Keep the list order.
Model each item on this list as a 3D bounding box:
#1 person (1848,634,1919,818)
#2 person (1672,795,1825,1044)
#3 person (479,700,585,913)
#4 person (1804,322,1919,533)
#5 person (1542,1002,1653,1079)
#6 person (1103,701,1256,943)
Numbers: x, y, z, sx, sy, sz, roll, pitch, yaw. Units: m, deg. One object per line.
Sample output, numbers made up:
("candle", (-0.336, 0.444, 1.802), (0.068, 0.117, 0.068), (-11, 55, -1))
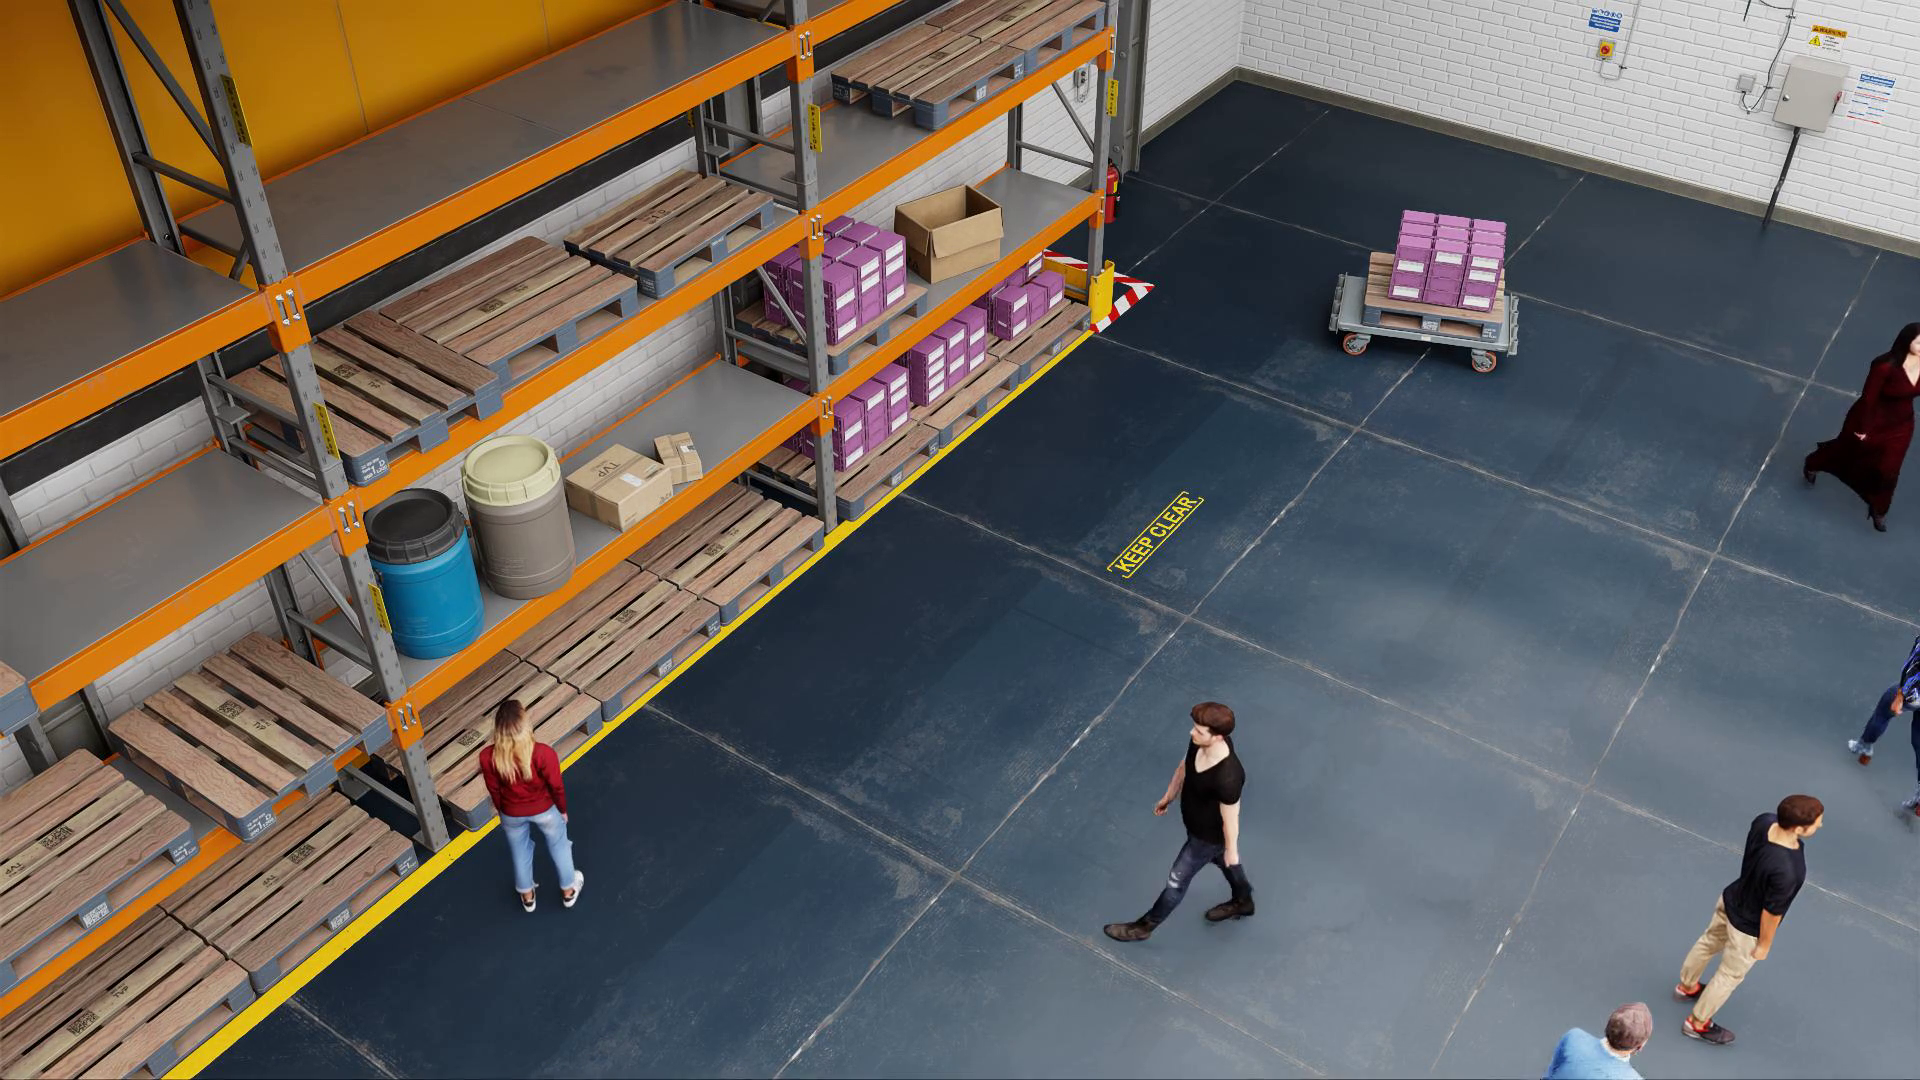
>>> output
("person", (6.120, 1.046, 10.509), (1.013, 1.585, 1.110), (-3, 39, -4))
("person", (4.282, 2.030, 9.061), (0.777, 1.854, 0.660), (2, 39, 3))
("person", (-2.537, 1.575, 9.808), (0.657, 1.633, 0.710), (-5, 39, -6))
("person", (7.060, -0.966, 12.924), (1.132, 1.716, 1.161), (-9, 39, -11))
("person", (2.960, 2.866, 8.059), (0.946, 1.797, 0.776), (-29, 47, -31))
("person", (1.512, 1.627, 9.571), (1.239, 1.847, 1.190), (-5, 39, -7))
